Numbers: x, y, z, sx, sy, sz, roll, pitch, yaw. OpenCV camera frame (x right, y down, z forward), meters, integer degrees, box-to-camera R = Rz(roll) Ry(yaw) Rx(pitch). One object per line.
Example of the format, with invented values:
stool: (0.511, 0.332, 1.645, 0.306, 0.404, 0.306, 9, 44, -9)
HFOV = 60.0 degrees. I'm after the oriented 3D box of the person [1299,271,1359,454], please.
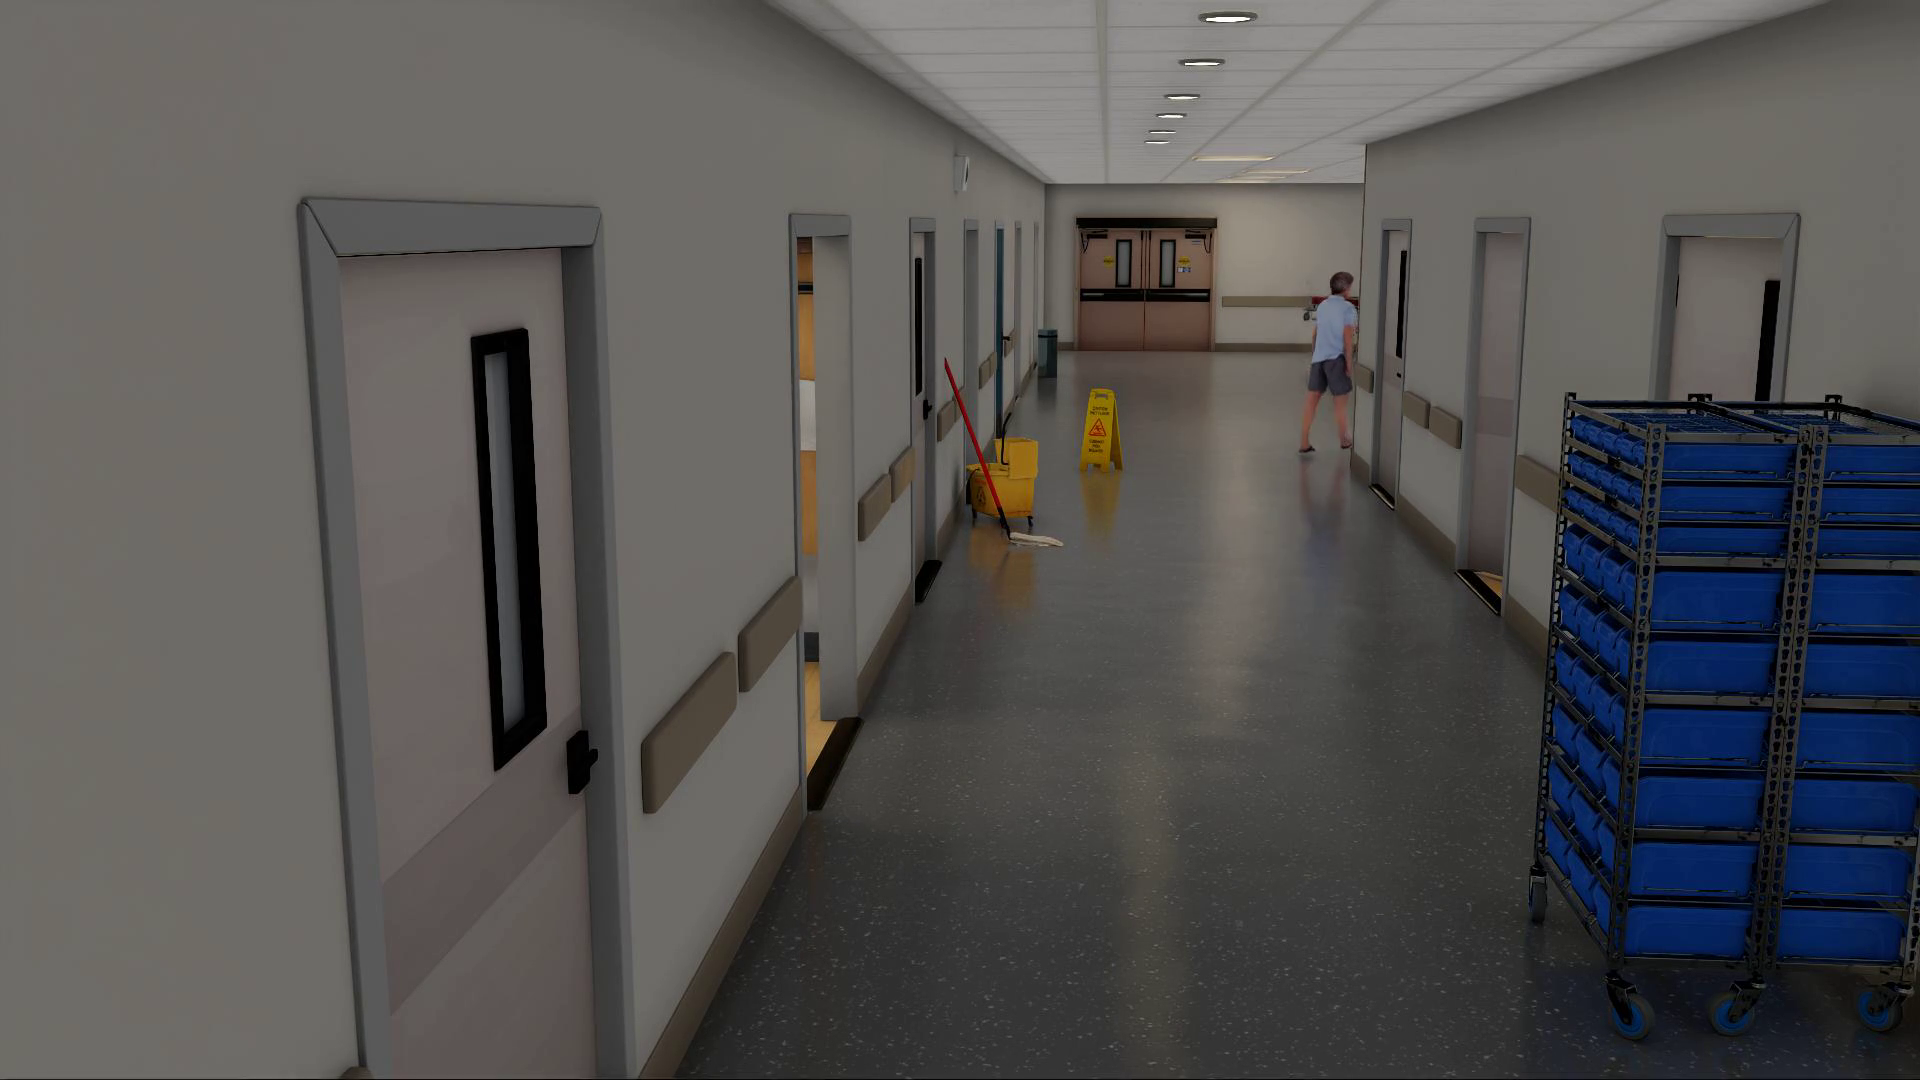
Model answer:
person: (3.595, -1.711, 16.386, 1.279, 1.784, 1.212, -10, 15, -43)
